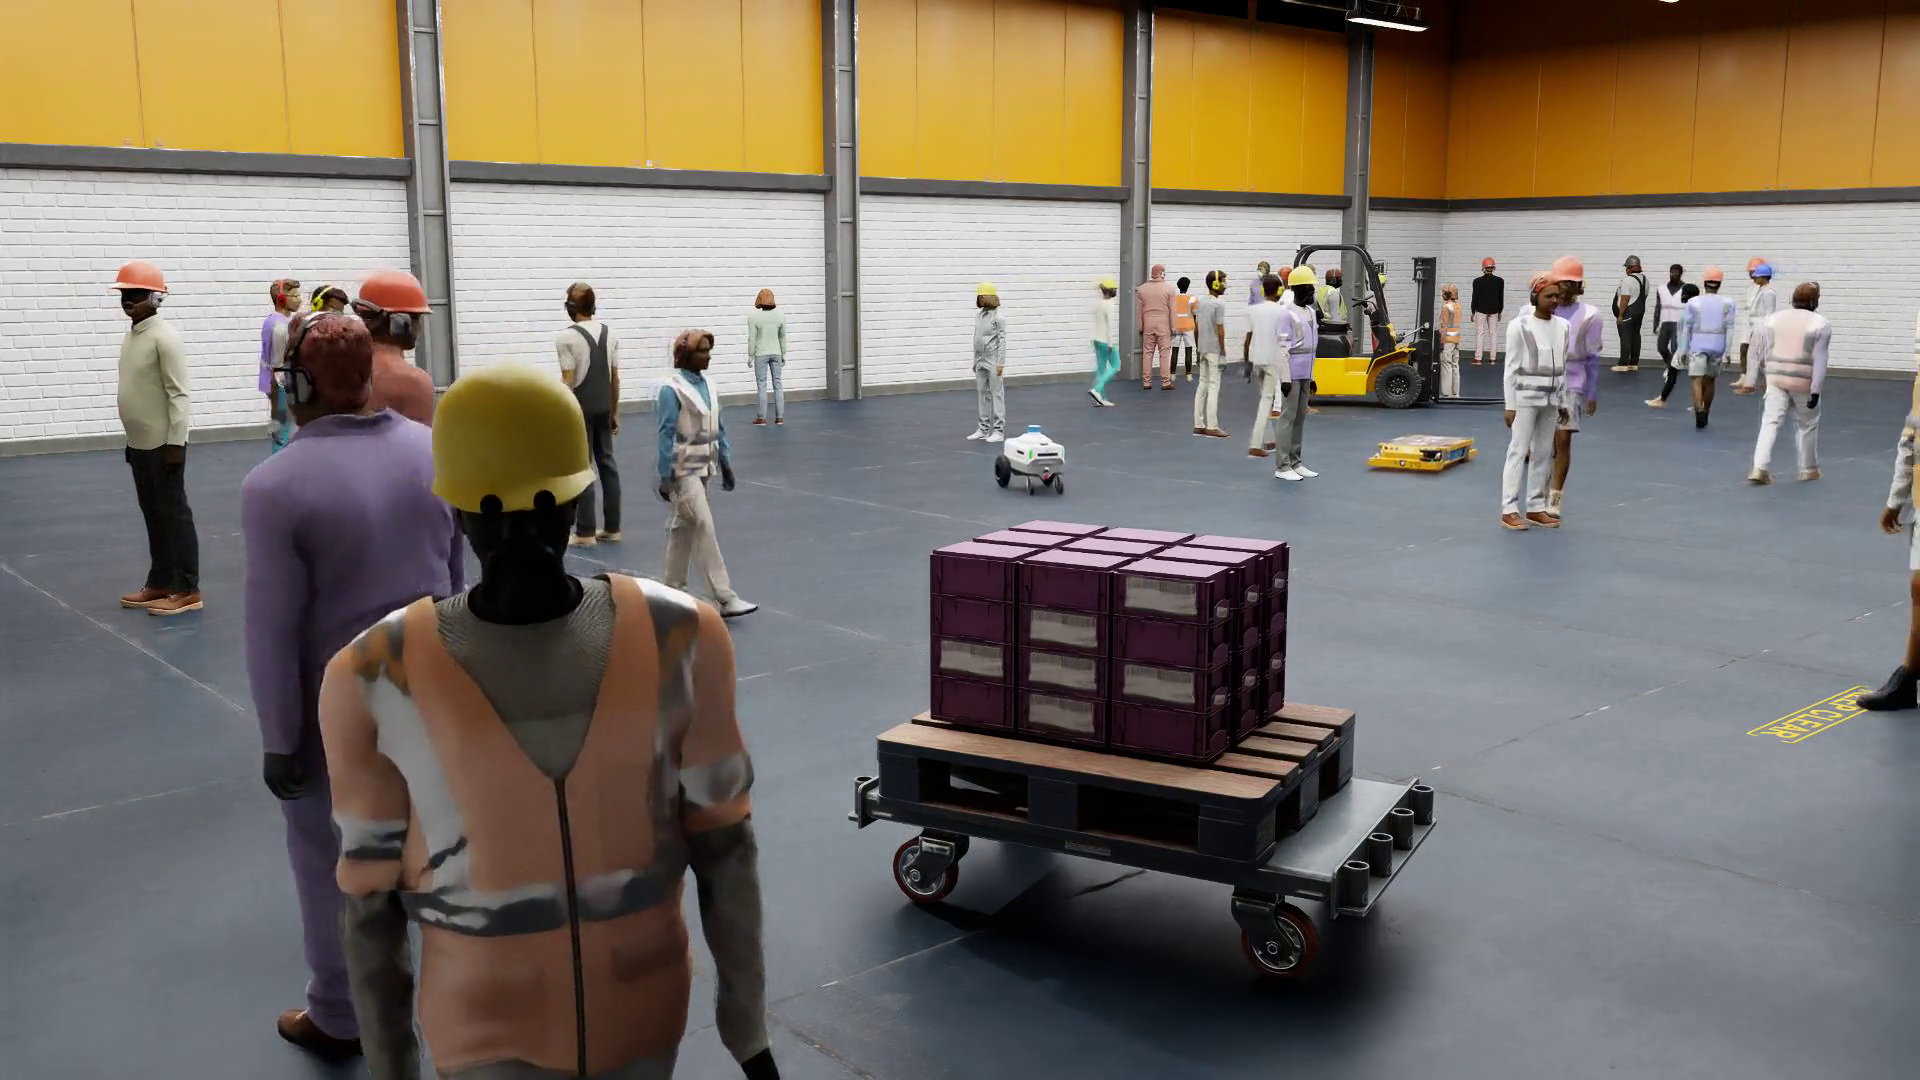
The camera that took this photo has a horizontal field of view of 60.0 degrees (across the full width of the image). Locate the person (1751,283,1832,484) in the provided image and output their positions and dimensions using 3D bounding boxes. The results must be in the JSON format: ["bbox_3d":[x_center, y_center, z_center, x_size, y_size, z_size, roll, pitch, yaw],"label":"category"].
[{"bbox_3d":[7.408,-1.383,14.785,0.981,1.799,0.616,-8,13,-39],"label":"person"}]

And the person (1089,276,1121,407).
[{"bbox_3d":[1.944,-2.649,22.279,0.407,1.757,0.525,-4,11,-24],"label":"person"}]

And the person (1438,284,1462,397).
[{"bbox_3d":[6.848,-2.758,23.286,0.311,1.633,0.517,8,12,39],"label":"person"}]

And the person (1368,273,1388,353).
[{"bbox_3d":[6.403,-3.215,25.562,0.314,1.769,0.524,1,10,6],"label":"person"}]

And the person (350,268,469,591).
[{"bbox_3d":[-2.215,-0.092,6.695,0.617,1.973,0.675,6,11,30],"label":"person"}]

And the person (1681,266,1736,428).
[{"bbox_3d":[8.818,-2.268,19.617,0.550,1.913,0.866,3,10,18],"label":"person"}]

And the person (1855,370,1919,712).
[{"bbox_3d":[4.470,-0.164,7.361,0.831,1.889,0.573,-2,10,-9],"label":"person"}]

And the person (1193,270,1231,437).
[{"bbox_3d":[2.823,-2.083,18.652,0.323,1.865,0.518,-5,11,-26],"label":"person"}]

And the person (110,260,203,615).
[{"bbox_3d":[-4.578,-0.578,9.447,0.622,1.996,0.368,8,13,40],"label":"person"}]

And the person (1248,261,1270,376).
[{"bbox_3d":[5.081,-3.695,27.870,0.357,1.938,0.637,-8,13,-41],"label":"person"}]

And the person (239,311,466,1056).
[{"bbox_3d":[-1.460,0.385,4.113,0.621,1.892,0.657,6,11,32],"label":"person"}]

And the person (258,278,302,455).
[{"bbox_3d":[-5.432,-1.169,13.356,0.373,1.843,0.571,-5,11,-25],"label":"person"}]

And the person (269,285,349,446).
[{"bbox_3d":[-4.340,-0.792,11.223,0.620,1.837,0.368,-4,10,-22],"label":"person"}]

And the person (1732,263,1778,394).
[{"bbox_3d":[11.781,-3.072,24.275,0.750,1.923,0.620,3,10,19],"label":"person"}]

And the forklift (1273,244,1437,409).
[{"bbox_3d":[5.256,-2.933,22.661,2.313,2.155,1.214,3,10,16],"label":"forklift"}]

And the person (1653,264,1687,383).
[{"bbox_3d":[11.475,-3.481,26.725,0.608,1.899,0.595,9,13,42],"label":"person"}]

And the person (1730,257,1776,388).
[{"bbox_3d":[12.330,-3.338,25.572,0.783,2.013,0.614,-3,10,-15],"label":"person"}]

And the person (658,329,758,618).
[{"bbox_3d":[-1.388,-0.362,9.288,0.758,1.606,0.541,3,10,19],"label":"person"}]

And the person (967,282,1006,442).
[{"bbox_3d":[0.302,-1.941,18.174,0.310,1.744,0.486,-7,12,-37],"label":"person"}]

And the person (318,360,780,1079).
[{"bbox_3d":[-0.606,0.669,2.463,0.585,1.891,0.955,-5,11,-25],"label":"person"}]

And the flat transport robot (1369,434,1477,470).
[{"bbox_3d":[4.522,-0.866,16.181,0.652,0.197,1.431,6,11,31],"label":"flat transport robot"}]

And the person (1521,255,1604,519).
[{"bbox_3d":[4.646,-1.191,12.930,0.638,2.030,0.588,4,10,22],"label":"person"}]

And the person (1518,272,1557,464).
[{"bbox_3d":[5.751,-1.696,16.392,0.536,1.871,0.993,6,11,32],"label":"person"}]

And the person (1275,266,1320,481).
[{"bbox_3d":[3.067,-1.509,15.100,0.356,1.930,0.587,7,12,36],"label":"person"}]

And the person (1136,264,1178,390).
[{"bbox_3d":[2.996,-3.217,25.189,0.638,1.903,0.408,5,11,27],"label":"person"}]

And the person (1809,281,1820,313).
[{"bbox_3d":[13.458,-3.280,26.365,0.337,1.621,0.508,3,10,18],"label":"person"}]

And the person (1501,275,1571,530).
[{"bbox_3d":[4.282,-1.018,12.354,0.584,1.882,0.337,-4,11,-24],"label":"person"}]

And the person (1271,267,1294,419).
[{"bbox_3d":[4.036,-2.440,20.692,0.572,1.883,0.356,-6,11,-30],"label":"person"}]

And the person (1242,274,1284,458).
[{"bbox_3d":[3.198,-1.759,16.853,0.876,1.828,0.515,-9,13,-43],"label":"person"}]

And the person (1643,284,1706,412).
[{"bbox_3d":[9.398,-2.500,21.683,0.831,1.662,0.542,9,13,41],"label":"person"}]

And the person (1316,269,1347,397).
[{"bbox_3d":[5.349,-2.977,23.950,0.429,1.842,0.636,-1,10,-7],"label":"person"}]

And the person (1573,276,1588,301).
[{"bbox_3d":[8.937,-2.980,24.242,0.420,1.744,0.518,4,10,22],"label":"person"}]

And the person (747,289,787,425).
[{"bbox_3d":[-2.315,-2.193,19.972,0.505,1.633,0.279,-6,11,-30],"label":"person"}]

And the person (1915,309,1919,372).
[{"bbox_3d":[10.412,-1.911,17.736,0.404,1.832,0.600,1,10,6],"label":"person"}]

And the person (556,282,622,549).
[{"bbox_3d":[-2.584,-0.863,11.568,0.328,1.842,0.515,8,12,38],"label":"person"}]

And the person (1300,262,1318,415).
[{"bbox_3d":[4.389,-2.578,21.339,0.357,1.939,0.632,-1,10,-7],"label":"person"}]

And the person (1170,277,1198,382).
[{"bbox_3d":[3.593,-3.392,26.834,0.529,1.690,0.321,4,11,23],"label":"person"}]

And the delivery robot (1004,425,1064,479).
[{"bbox_3d":[0.640,-0.750,14.398,0.477,0.478,0.707,-3,10,-17],"label":"delivery robot"}]

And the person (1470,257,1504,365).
[{"bbox_3d":[9.832,-4.266,31.043,0.612,1.997,0.375,-1,10,-4],"label":"person"}]

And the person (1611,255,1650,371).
[{"bbox_3d":[11.787,-4.001,29.364,0.684,2.000,0.538,-7,12,-36],"label":"person"}]
